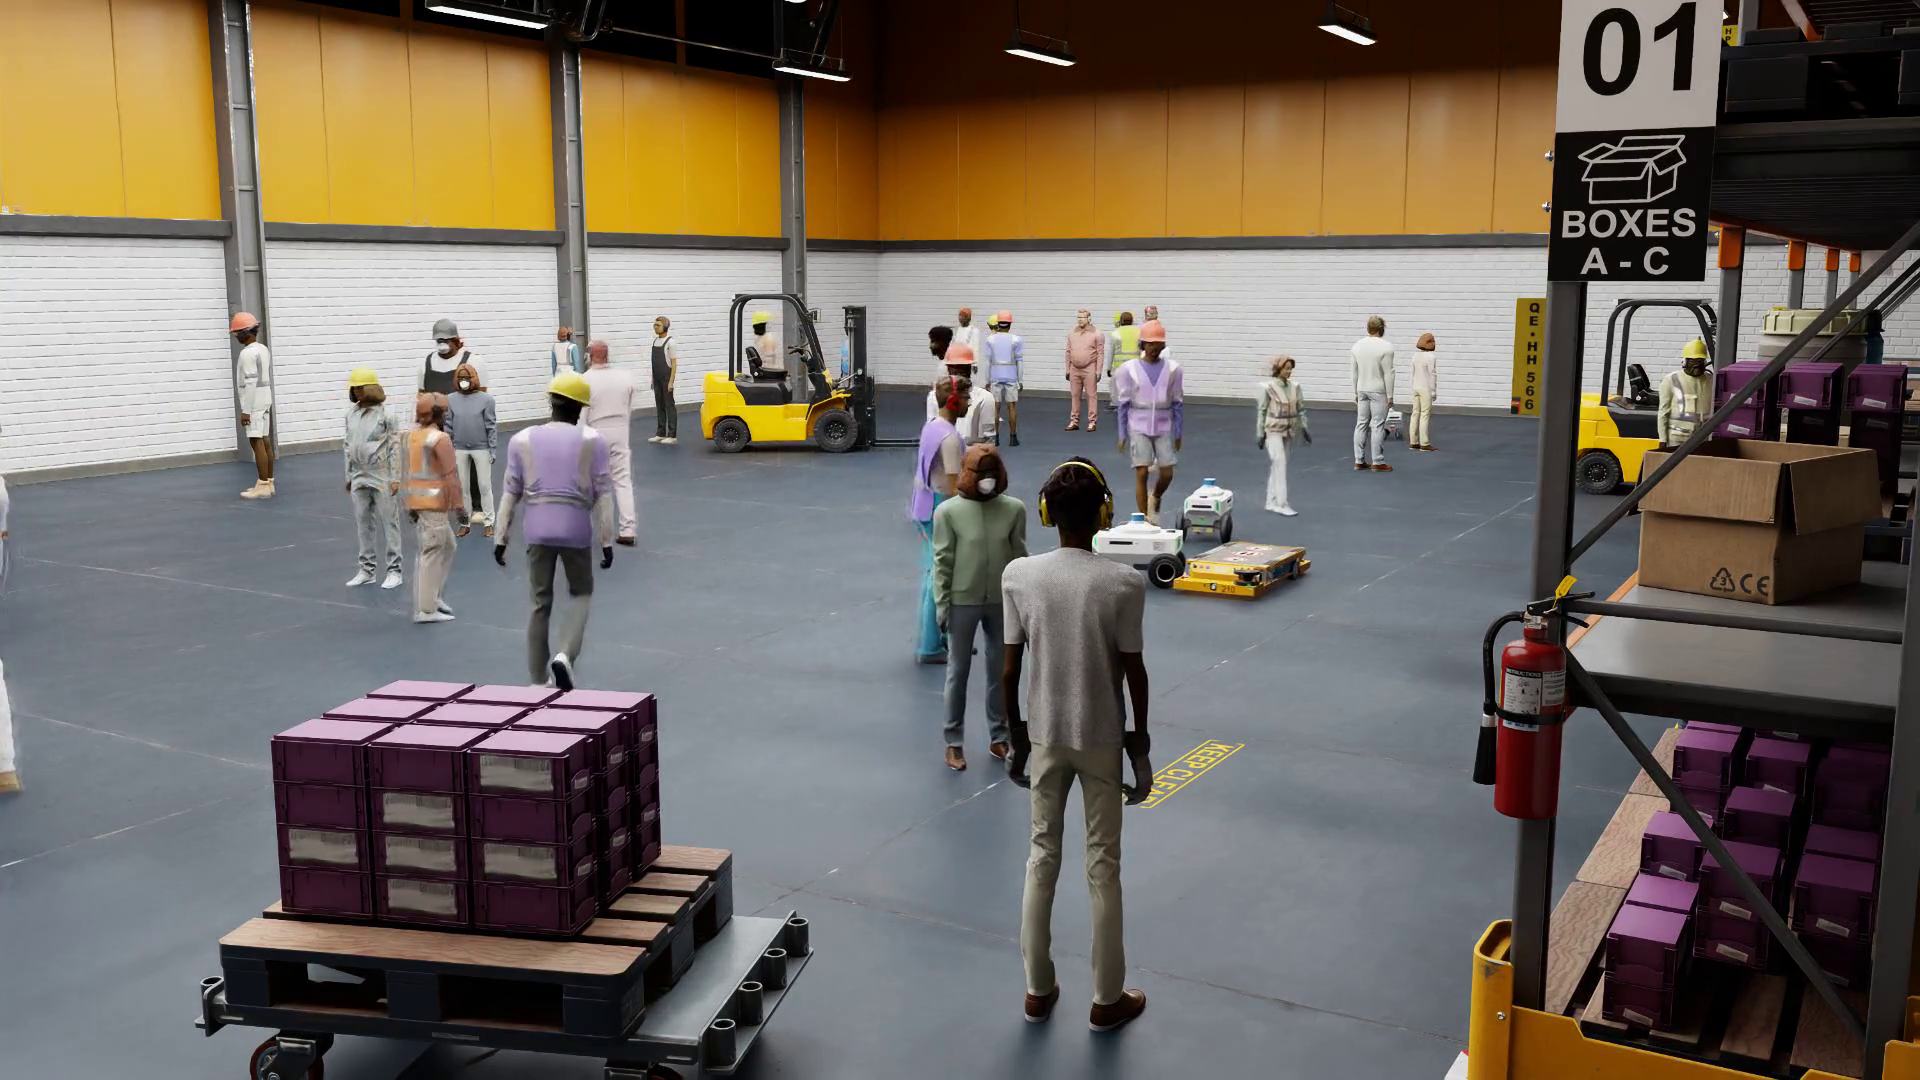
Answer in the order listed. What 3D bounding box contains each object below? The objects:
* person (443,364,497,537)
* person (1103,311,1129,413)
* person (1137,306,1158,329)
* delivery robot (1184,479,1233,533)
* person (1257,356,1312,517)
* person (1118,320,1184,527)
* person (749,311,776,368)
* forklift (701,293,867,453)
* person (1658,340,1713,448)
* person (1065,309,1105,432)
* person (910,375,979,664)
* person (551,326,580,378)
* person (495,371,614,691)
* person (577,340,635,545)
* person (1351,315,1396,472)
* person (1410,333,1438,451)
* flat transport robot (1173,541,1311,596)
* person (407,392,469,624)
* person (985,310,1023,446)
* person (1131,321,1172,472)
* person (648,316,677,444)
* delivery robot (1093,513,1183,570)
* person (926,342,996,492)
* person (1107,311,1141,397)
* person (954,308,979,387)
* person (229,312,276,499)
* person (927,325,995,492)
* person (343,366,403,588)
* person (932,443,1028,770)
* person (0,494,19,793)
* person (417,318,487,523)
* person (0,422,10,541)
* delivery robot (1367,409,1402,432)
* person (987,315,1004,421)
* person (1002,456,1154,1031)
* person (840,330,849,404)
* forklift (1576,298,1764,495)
[{"bbox_3d":[-4.559,-0.830,15.503,0.502,1.626,0.283,0,9,-1],"label":"person"},{"bbox_3d":[2.764,-3.109,29.196,0.668,1.796,0.584,0,9,-2],"label":"person"},{"bbox_3d":[3.261,-3.055,28.511,0.409,1.905,0.651,6,11,32],"label":"person"},{"bbox_3d":[2.303,-0.324,15.375,0.477,0.478,0.707,3,10,19],"label":"delivery robot"},{"bbox_3d":[3.321,-1.051,16.911,0.527,1.623,0.595,-6,11,-33],"label":"person"},{"bbox_3d":[1.759,-1.022,15.430,0.634,2.028,0.628,-1,9,-5],"label":"person"},{"bbox_3d":[-2.989,-2.416,24.534,0.799,1.893,0.613,-5,10,-28],"label":"person"},{"bbox_3d":[-2.458,-2.344,23.176,2.313,2.155,1.214,0,9,-2],"label":"forklift"},{"bbox_3d":[6.951,-0.993,15.864,0.596,1.831,0.403,-1,9,-7],"label":"person"},{"bbox_3d":[1.920,-2.642,25.933,0.647,1.908,0.409,5,10,28],"label":"person"},{"bbox_3d":[-0.024,-0.115,10.427,0.574,1.827,0.566,-1,9,-8],"label":"person"},{"bbox_3d":[-6.145,-2.517,25.976,0.513,1.642,0.311,4,10,25],"label":"person"},{"bbox_3d":[-2.356,-0.027,9.663,0.700,1.893,0.513,0,9,-3],"label":"person"},{"bbox_3d":[-3.280,-0.896,15.211,0.643,1.844,1.040,-7,11,-37],"label":"person"},{"bbox_3d":[5.134,-1.812,20.649,0.370,1.939,0.630,-7,12,-38],"label":"person"},{"bbox_3d":[6.451,-2.056,23.119,0.281,1.634,0.498,-3,10,-19],"label":"person"},{"bbox_3d":[2.260,0.213,13.200,0.652,0.197,1.431,5,10,28],"label":"flat transport robot"},{"bbox_3d":[-3.674,-0.222,11.718,0.468,1.625,0.533,-7,12,-38],"label":"person"},{"bbox_3d":[0.631,-2.301,23.712,0.552,1.933,0.374,1,9,7],"label":"person"},{"bbox_3d":[2.395,-1.794,20.694,0.354,1.887,0.572,-5,10,-28],"label":"person"},{"bbox_3d":[-4.288,-2.303,24.006,0.508,1.847,0.345,8,12,42],"label":"person"},{"bbox_3d":[1.408,0.029,13.171,0.707,0.478,0.477,2,9,10],"label":"delivery robot"},{"bbox_3d":[-0.008,-0.535,12.666,0.551,1.941,0.340,2,9,14],"label":"person"},{"bbox_3d":[2.750,-2.859,27.498,0.654,1.833,0.537,0,9,-2],"label":"person"},{"bbox_3d":[0.130,-3.005,28.308,0.411,1.875,0.663,-8,12,-42],"label":"person"},{"bbox_3d":[-7.740,-1.468,18.192,0.380,2.039,0.607,-1,9,-8],"label":"person"},{"bbox_3d":[-0.008,-1.293,17.441,0.839,1.936,0.610,-1,9,-4],"label":"person"},{"bbox_3d":[-4.598,-0.486,12.980,0.492,1.742,0.320,3,10,17],"label":"person"},{"bbox_3d":[0.100,0.327,8.267,0.496,1.627,0.270,-4,10,-21],"label":"person"},{"bbox_3d":[-4.882,0.302,7.915,0.998,1.792,0.645,6,11,34],"label":"person"},{"bbox_3d":[-4.997,-1.169,16.318,0.693,2.000,0.537,0,9,1],"label":"person"},{"bbox_3d":[-8.978,-0.940,15.210,0.632,1.940,0.372,7,12,39],"label":"person"},{"bbox_3d":[6.257,-1.817,24.695,0.477,0.478,0.707,-3,10,-17],"label":"delivery robot"},{"bbox_3d":[0.578,-2.864,27.738,0.296,1.772,0.533,0,9,-3],"label":"person"},{"bbox_3d":[0.385,0.661,5.412,0.513,1.877,0.328,4,10,21],"label":"person"},{"bbox_3d":[-1.795,-2.791,27.503,0.318,1.699,0.536,-9,13,-44],"label":"person"},{"bbox_3d":[7.954,-1.589,18.462,2.313,2.155,1.214,5,11,30],"label":"forklift"}]
